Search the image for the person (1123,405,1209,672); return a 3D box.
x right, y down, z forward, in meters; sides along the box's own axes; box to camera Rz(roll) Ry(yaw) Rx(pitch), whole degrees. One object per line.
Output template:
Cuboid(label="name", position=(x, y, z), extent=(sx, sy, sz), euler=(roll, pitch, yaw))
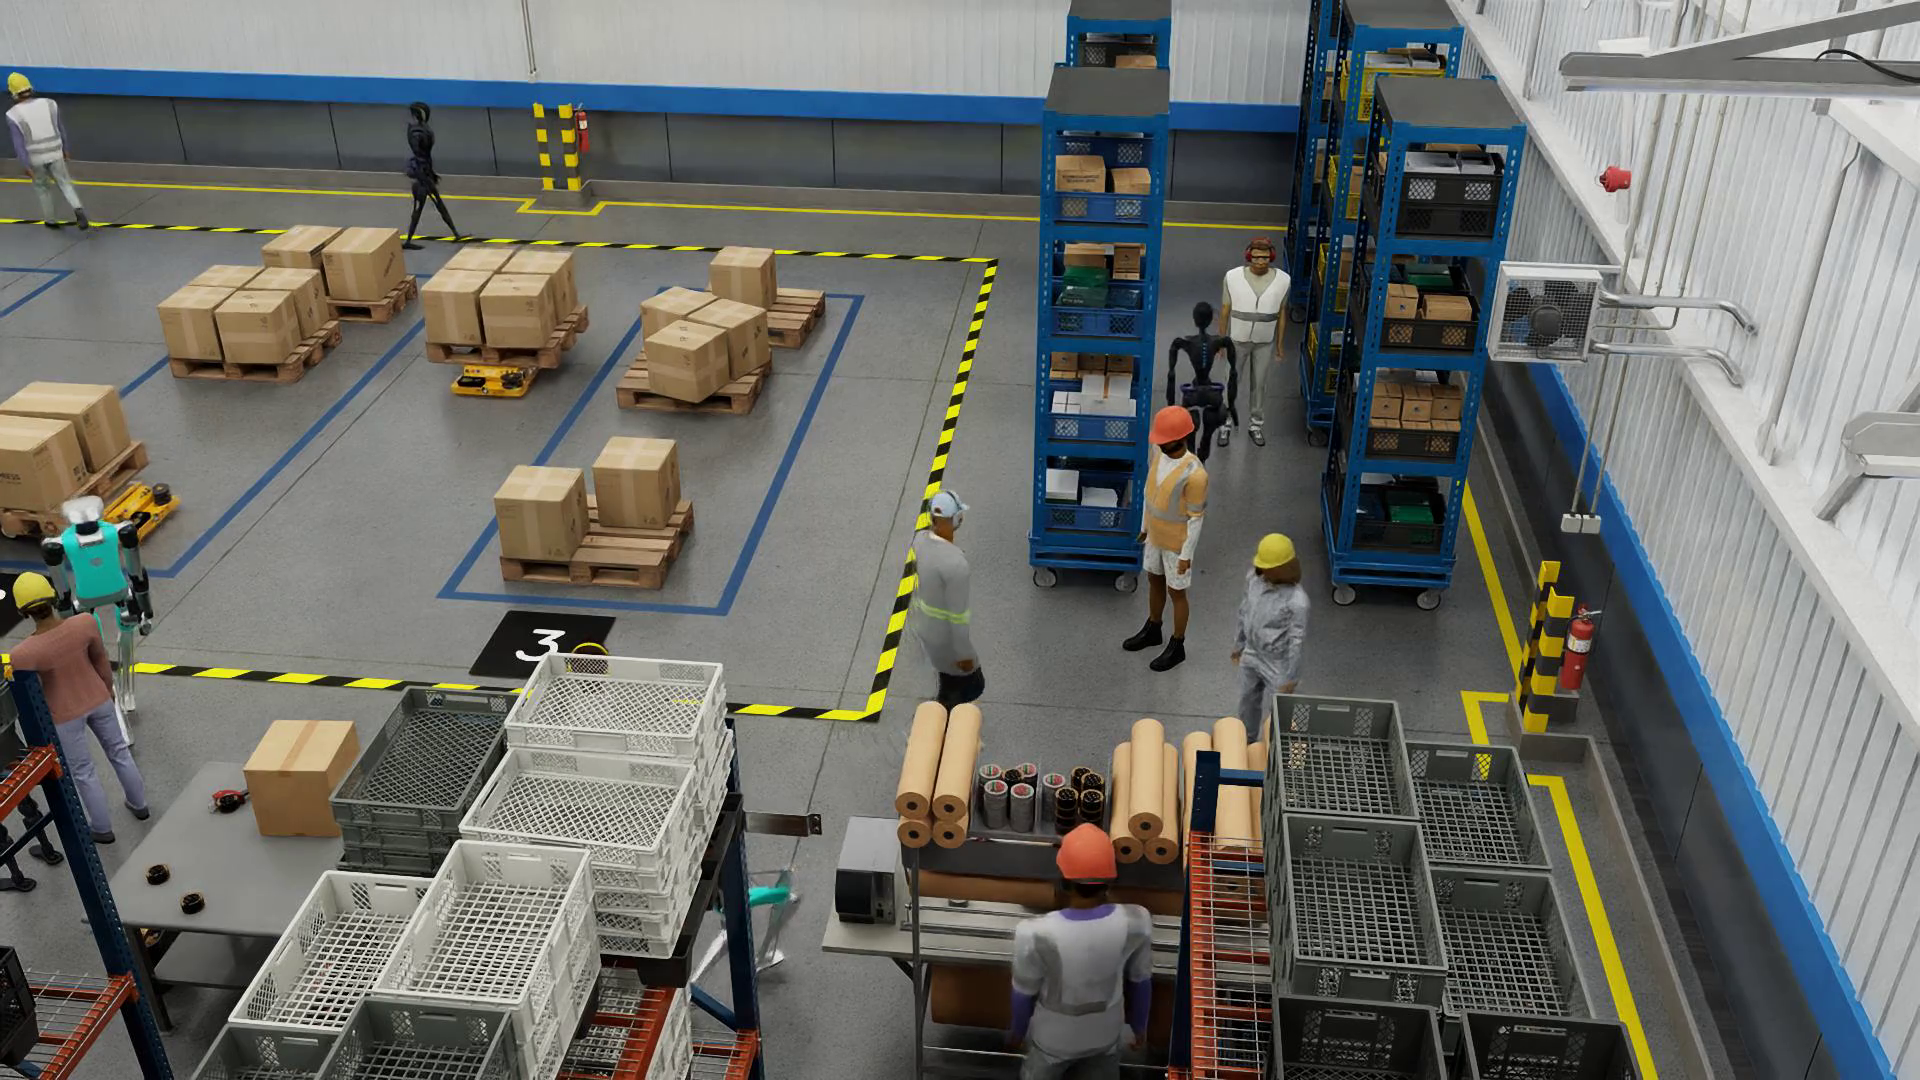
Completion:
Cuboid(label="person", position=(1.372, -0.024, 11.061), extent=(0.360, 1.933, 0.542), euler=(-17, 34, -27))

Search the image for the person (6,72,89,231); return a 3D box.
Cuboid(label="person", position=(-10.183, -4.287, 18.497), extent=(0.666, 1.816, 0.599), euler=(24, 38, 35))

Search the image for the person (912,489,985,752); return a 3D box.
Cuboid(label="person", position=(-0.092, 0.552, 10.182), extent=(0.474, 1.818, 0.644), euler=(-14, 33, -22))

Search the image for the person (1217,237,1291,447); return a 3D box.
Cuboid(label="person", position=(2.448, -1.672, 13.977), extent=(0.562, 1.846, 0.391), euler=(0, 30, 0))

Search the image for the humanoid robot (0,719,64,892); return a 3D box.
Cuboid(label="humanoid robot", position=(-5.406, 1.212, 9.176), extent=(0.315, 1.657, 0.599), euler=(9, 31, 16))

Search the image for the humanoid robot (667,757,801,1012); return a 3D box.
Cuboid(label="humanoid robot", position=(-1.142, 1.650, 8.372), extent=(0.966, 1.715, 0.560), euler=(-26, 39, -37))

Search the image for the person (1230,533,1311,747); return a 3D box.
Cuboid(label="person", position=(1.834, 0.719, 9.978), extent=(0.311, 1.738, 0.493), euler=(-20, 36, -31))

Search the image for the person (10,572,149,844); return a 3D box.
Cuboid(label="person", position=(-5.078, 0.963, 9.536), extent=(0.326, 1.762, 0.523), euler=(17, 34, 27))

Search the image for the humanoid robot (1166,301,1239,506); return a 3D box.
Cuboid(label="humanoid robot", position=(1.924, -1.065, 13.159), extent=(0.609, 1.619, 0.700), euler=(0, 30, 0))

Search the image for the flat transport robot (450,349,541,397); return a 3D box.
Cuboid(label="flat transport robot", position=(-4.216, -1.743, 15.639), extent=(0.652, 0.197, 1.431), euler=(3, 30, 6))

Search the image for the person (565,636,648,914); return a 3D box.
Cuboid(label="person", position=(-1.871, 1.329, 8.800), extent=(0.529, 1.868, 0.309), euler=(-8, 31, -14))

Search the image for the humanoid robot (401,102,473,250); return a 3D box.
Cuboid(label="humanoid robot", position=(-5.826, -3.969, 18.133), extent=(0.781, 1.619, 0.613), euler=(-3, 30, -4))

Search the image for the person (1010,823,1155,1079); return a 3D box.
Cuboid(label="person", position=(0.523, 2.103, 7.313), extent=(0.624, 2.029, 0.429), euler=(-7, 31, -12))

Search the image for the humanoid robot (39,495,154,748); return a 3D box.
Cuboid(label="humanoid robot", position=(-5.374, 0.433, 10.459), extent=(0.539, 1.753, 0.898), euler=(-19, 35, -29))

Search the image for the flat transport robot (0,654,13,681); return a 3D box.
Cuboid(label="flat transport robot", position=(-7.142, 0.969, 11.010), extent=(1.431, 0.231, 0.659), euler=(3, 30, 6))

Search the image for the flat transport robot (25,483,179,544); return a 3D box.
Cuboid(label="flat transport robot", position=(-7.003, -0.251, 13.077), extent=(1.431, 0.197, 0.652), euler=(3, 30, 6))
